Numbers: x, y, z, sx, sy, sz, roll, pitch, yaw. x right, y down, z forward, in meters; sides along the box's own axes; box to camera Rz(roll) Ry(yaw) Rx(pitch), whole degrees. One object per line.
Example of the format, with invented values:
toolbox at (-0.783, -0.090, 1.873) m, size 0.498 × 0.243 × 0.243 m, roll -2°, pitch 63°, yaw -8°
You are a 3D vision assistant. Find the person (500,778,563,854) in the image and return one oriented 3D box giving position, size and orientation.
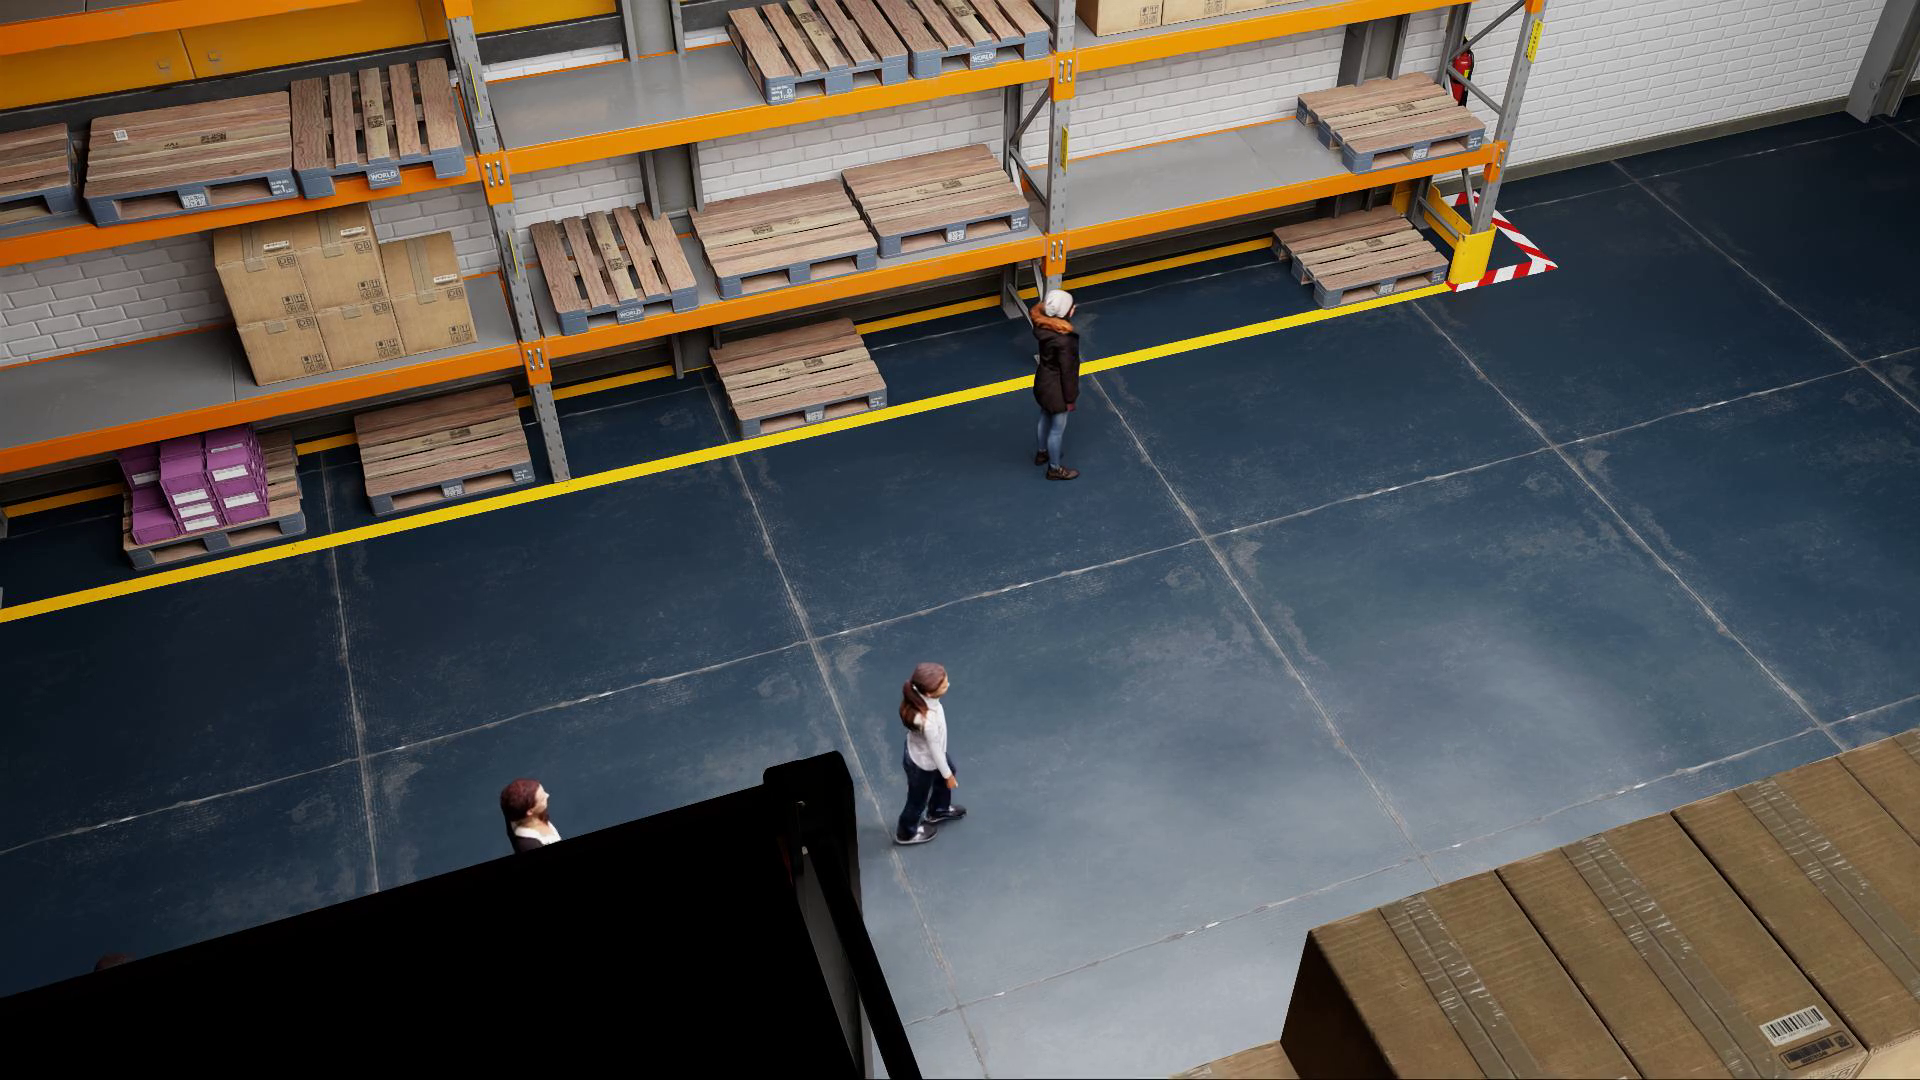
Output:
person at (-2.270, 1.916, 8.847) m, size 0.841 × 1.788 × 0.671 m, roll -23°, pitch 48°, yaw -22°

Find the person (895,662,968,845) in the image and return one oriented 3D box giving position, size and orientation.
person at (-0.290, 1.269, 9.706) m, size 0.726 × 1.539 × 0.615 m, roll -8°, pitch 44°, yaw -8°

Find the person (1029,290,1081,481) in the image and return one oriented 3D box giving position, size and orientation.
person at (0.700, -1.144, 12.171) m, size 0.589 × 1.633 × 0.618 m, roll -15°, pitch 46°, yaw -15°
